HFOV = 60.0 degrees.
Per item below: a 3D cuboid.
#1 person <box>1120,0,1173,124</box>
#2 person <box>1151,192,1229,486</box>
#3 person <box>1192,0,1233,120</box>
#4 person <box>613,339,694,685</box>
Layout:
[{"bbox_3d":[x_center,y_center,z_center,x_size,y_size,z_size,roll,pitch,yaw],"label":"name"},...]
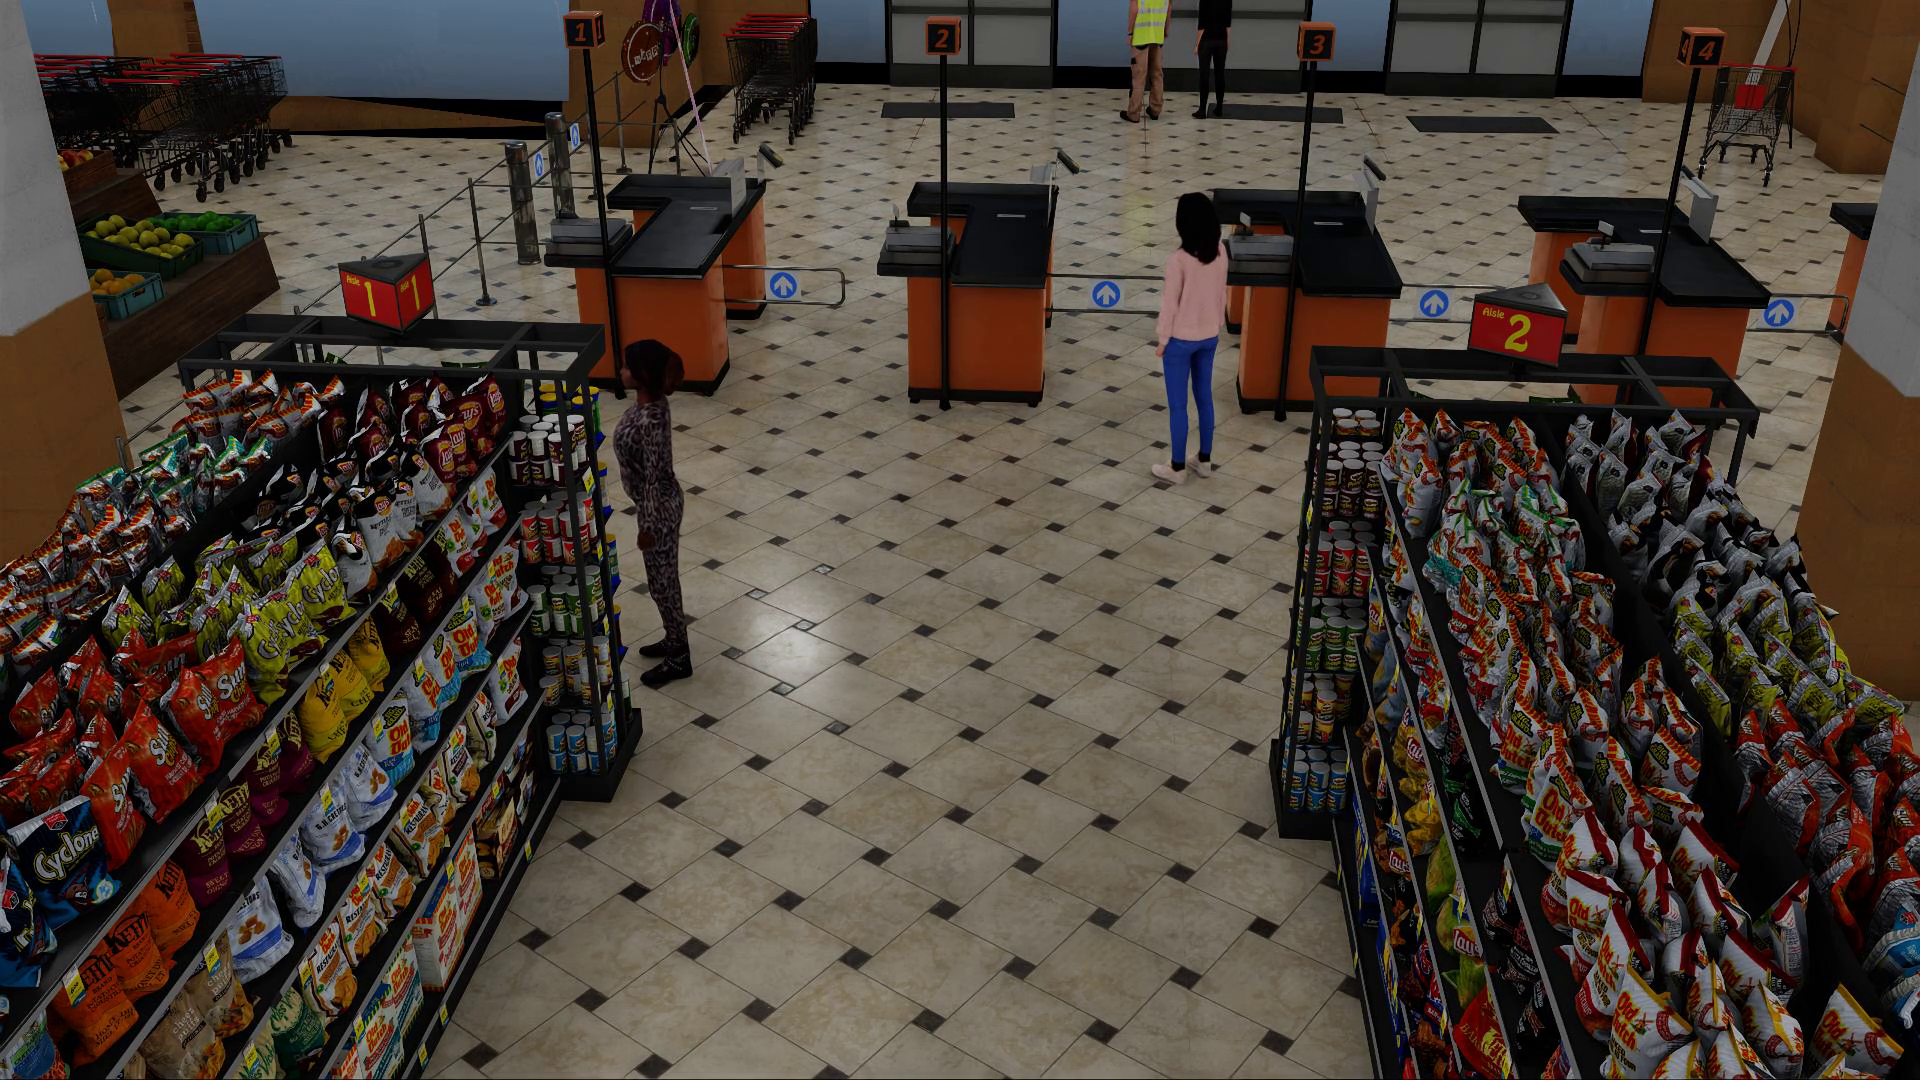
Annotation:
[{"bbox_3d":[2.076,-5.592,18.460,0.841,1.847,0.884,-12,29,-23],"label":"person"},{"bbox_3d":[1.370,-1.185,9.856,0.730,1.768,0.752,-15,31,-28],"label":"person"},{"bbox_3d":[2.844,-5.574,18.651,0.633,1.642,0.616,-8,28,-15],"label":"person"},{"bbox_3d":[-1.429,-0.133,7.842,0.691,1.714,0.580,-4,27,-8],"label":"person"}]
